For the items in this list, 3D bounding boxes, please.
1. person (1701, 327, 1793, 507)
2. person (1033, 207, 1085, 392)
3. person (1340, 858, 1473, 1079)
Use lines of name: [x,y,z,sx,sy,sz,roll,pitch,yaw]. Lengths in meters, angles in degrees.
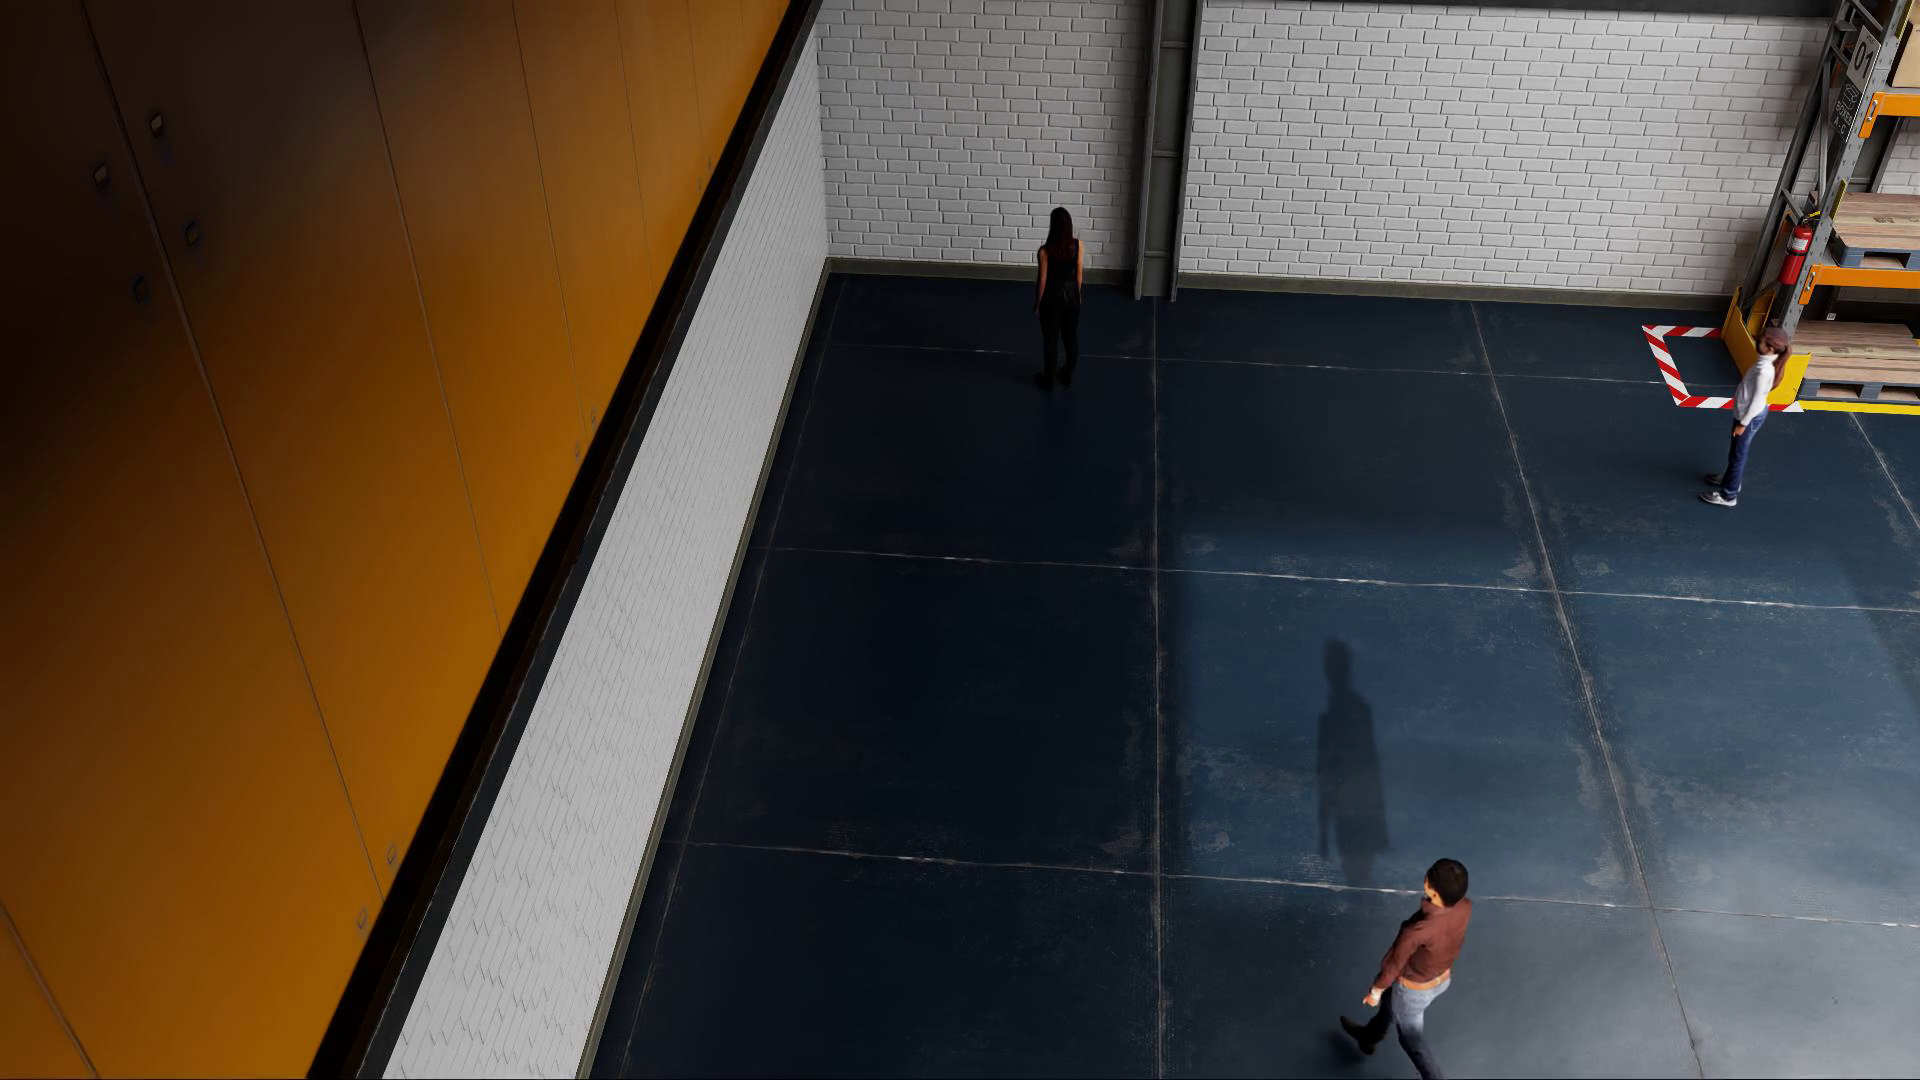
person: [6.159,-0.977,12.967,0.628,1.557,0.609,19,43,23]
person: [0.845,-2.053,14.211,0.618,1.687,0.733,-14,41,-17]
person: [2.443,2.366,8.633,1.141,1.744,1.179,-27,46,-29]
